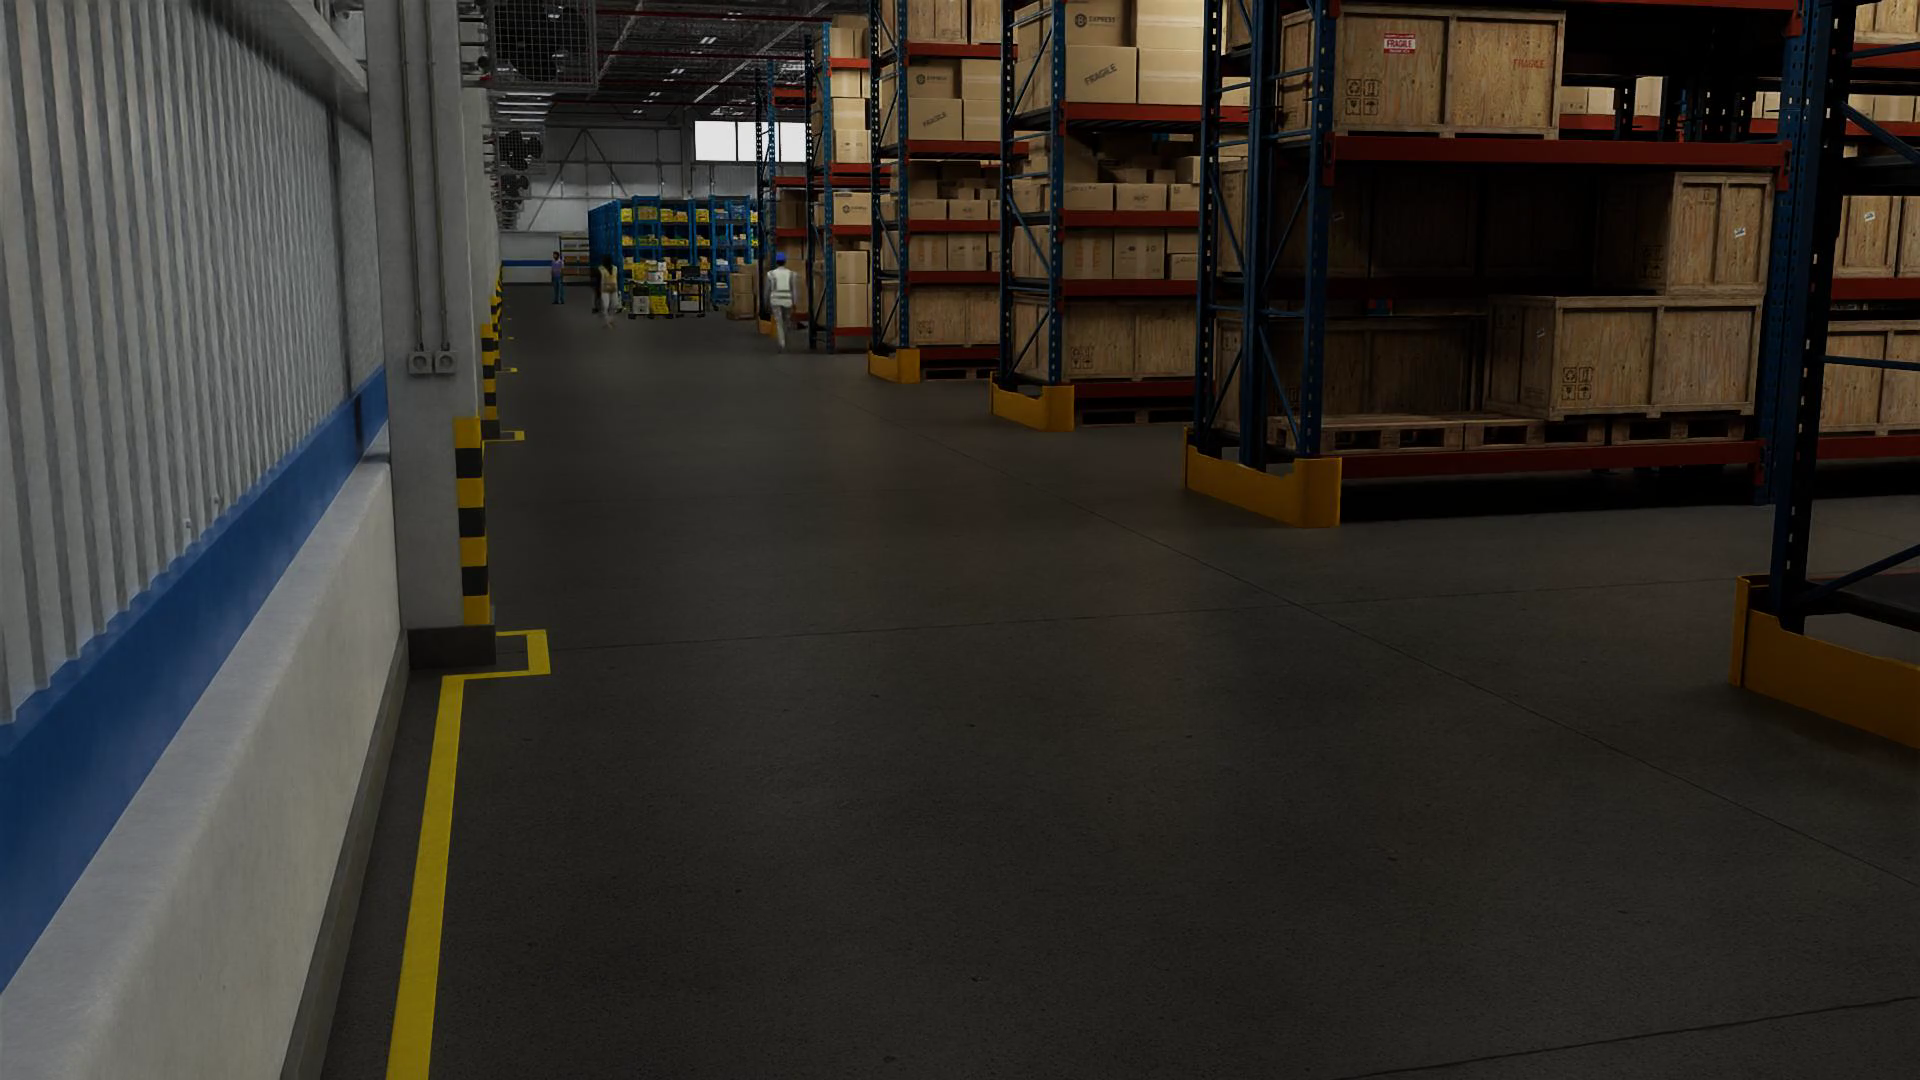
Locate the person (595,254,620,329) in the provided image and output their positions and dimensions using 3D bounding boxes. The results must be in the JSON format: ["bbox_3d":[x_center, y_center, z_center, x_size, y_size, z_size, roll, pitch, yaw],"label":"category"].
[{"bbox_3d":[-8.646,-6.114,40.961,0.655,1.828,0.495,-8,13,-40],"label":"person"}]

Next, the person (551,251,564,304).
[{"bbox_3d":[-14.104,-9.190,58.341,0.566,1.846,0.389,6,12,31],"label":"person"}]

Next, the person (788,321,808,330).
[{"bbox_3d":[-4.051,-6.026,40.267,0.855,1.896,0.558,-5,11,-26],"label":"person"}]

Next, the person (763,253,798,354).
[{"bbox_3d":[-3.445,-4.514,31.712,0.604,1.892,0.993,-4,11,-24],"label":"person"}]
